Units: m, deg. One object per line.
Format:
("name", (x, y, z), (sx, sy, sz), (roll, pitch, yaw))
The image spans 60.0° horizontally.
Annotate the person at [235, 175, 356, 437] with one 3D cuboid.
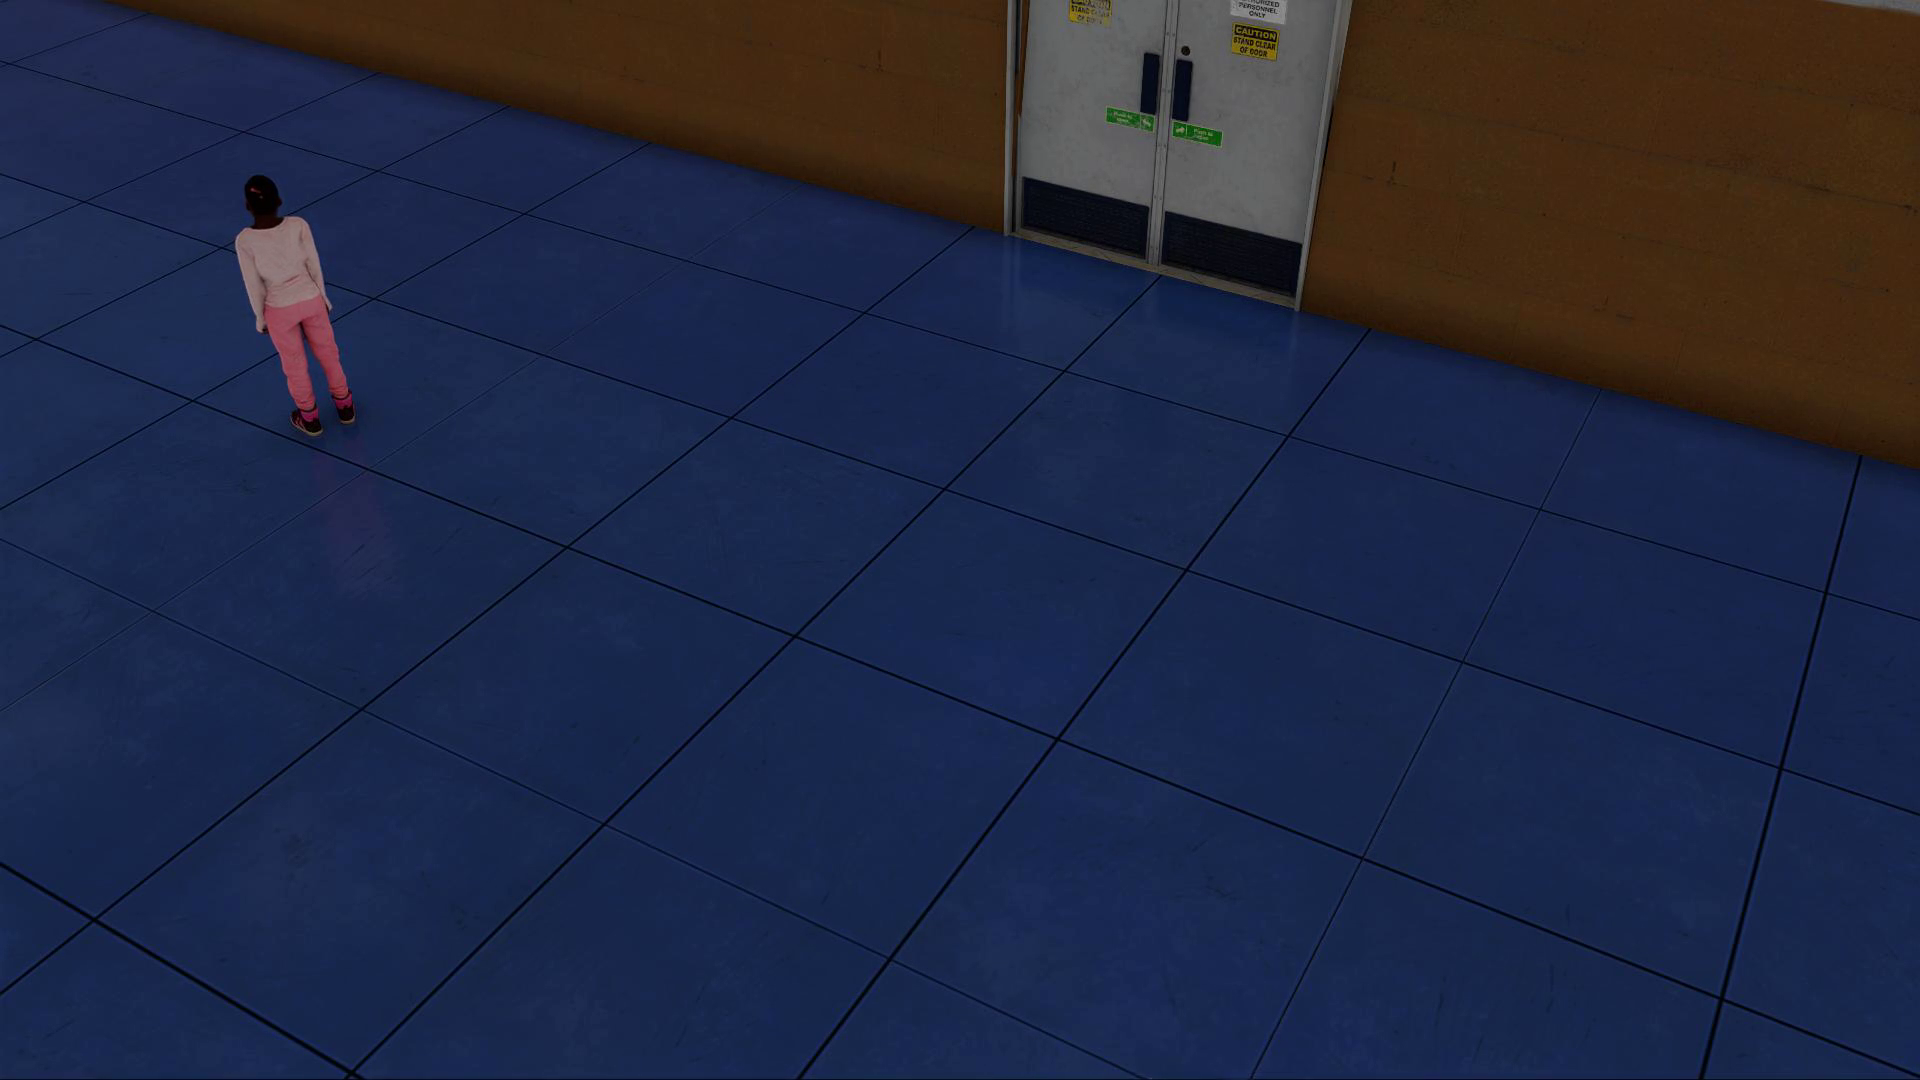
("person", (-3.410, -1.209, 8.501), (0.552, 1.442, 0.667), (-23, 43, -27))
